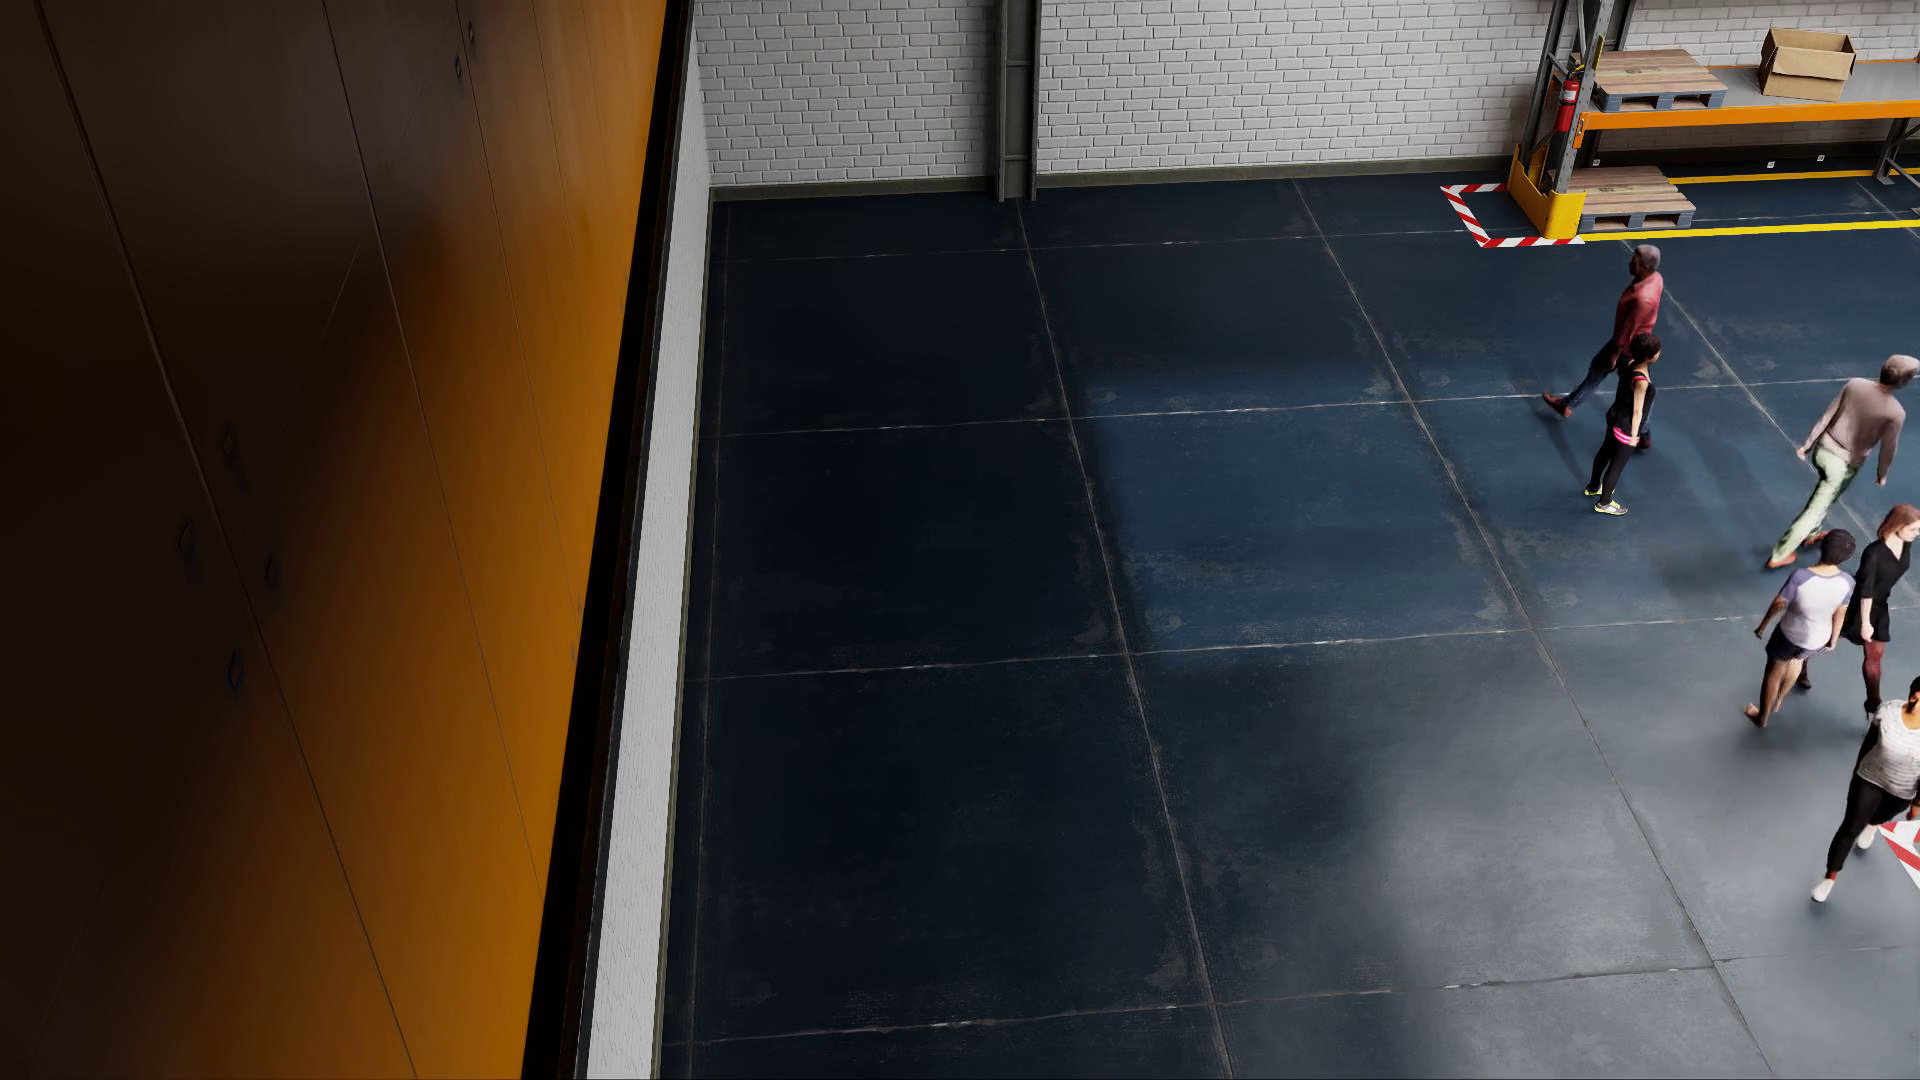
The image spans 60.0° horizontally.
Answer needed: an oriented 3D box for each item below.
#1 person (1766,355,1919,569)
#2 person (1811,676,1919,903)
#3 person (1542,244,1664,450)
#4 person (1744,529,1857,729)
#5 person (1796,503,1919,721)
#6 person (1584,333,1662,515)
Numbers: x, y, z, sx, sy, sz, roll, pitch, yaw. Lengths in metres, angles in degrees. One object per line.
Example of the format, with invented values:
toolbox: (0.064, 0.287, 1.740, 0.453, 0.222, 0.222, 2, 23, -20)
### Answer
person: (6.364, -0.540, 12.192, 1.072, 1.820, 0.906, -22, 43, -25)
person: (5.577, 1.396, 9.936, 1.079, 1.610, 1.099, 25, 45, 28)
person: (5.507, -1.518, 13.449, 1.302, 1.779, 1.105, 18, 42, 21)
person: (5.570, 0.638, 10.934, 0.595, 1.548, 0.754, 2, 39, 2)
person: (5.925, 0.409, 11.120, 1.020, 1.673, 0.890, -17, 42, -20)
person: (5.151, -0.924, 12.887, 0.517, 1.553, 0.544, 0, 39, -1)
